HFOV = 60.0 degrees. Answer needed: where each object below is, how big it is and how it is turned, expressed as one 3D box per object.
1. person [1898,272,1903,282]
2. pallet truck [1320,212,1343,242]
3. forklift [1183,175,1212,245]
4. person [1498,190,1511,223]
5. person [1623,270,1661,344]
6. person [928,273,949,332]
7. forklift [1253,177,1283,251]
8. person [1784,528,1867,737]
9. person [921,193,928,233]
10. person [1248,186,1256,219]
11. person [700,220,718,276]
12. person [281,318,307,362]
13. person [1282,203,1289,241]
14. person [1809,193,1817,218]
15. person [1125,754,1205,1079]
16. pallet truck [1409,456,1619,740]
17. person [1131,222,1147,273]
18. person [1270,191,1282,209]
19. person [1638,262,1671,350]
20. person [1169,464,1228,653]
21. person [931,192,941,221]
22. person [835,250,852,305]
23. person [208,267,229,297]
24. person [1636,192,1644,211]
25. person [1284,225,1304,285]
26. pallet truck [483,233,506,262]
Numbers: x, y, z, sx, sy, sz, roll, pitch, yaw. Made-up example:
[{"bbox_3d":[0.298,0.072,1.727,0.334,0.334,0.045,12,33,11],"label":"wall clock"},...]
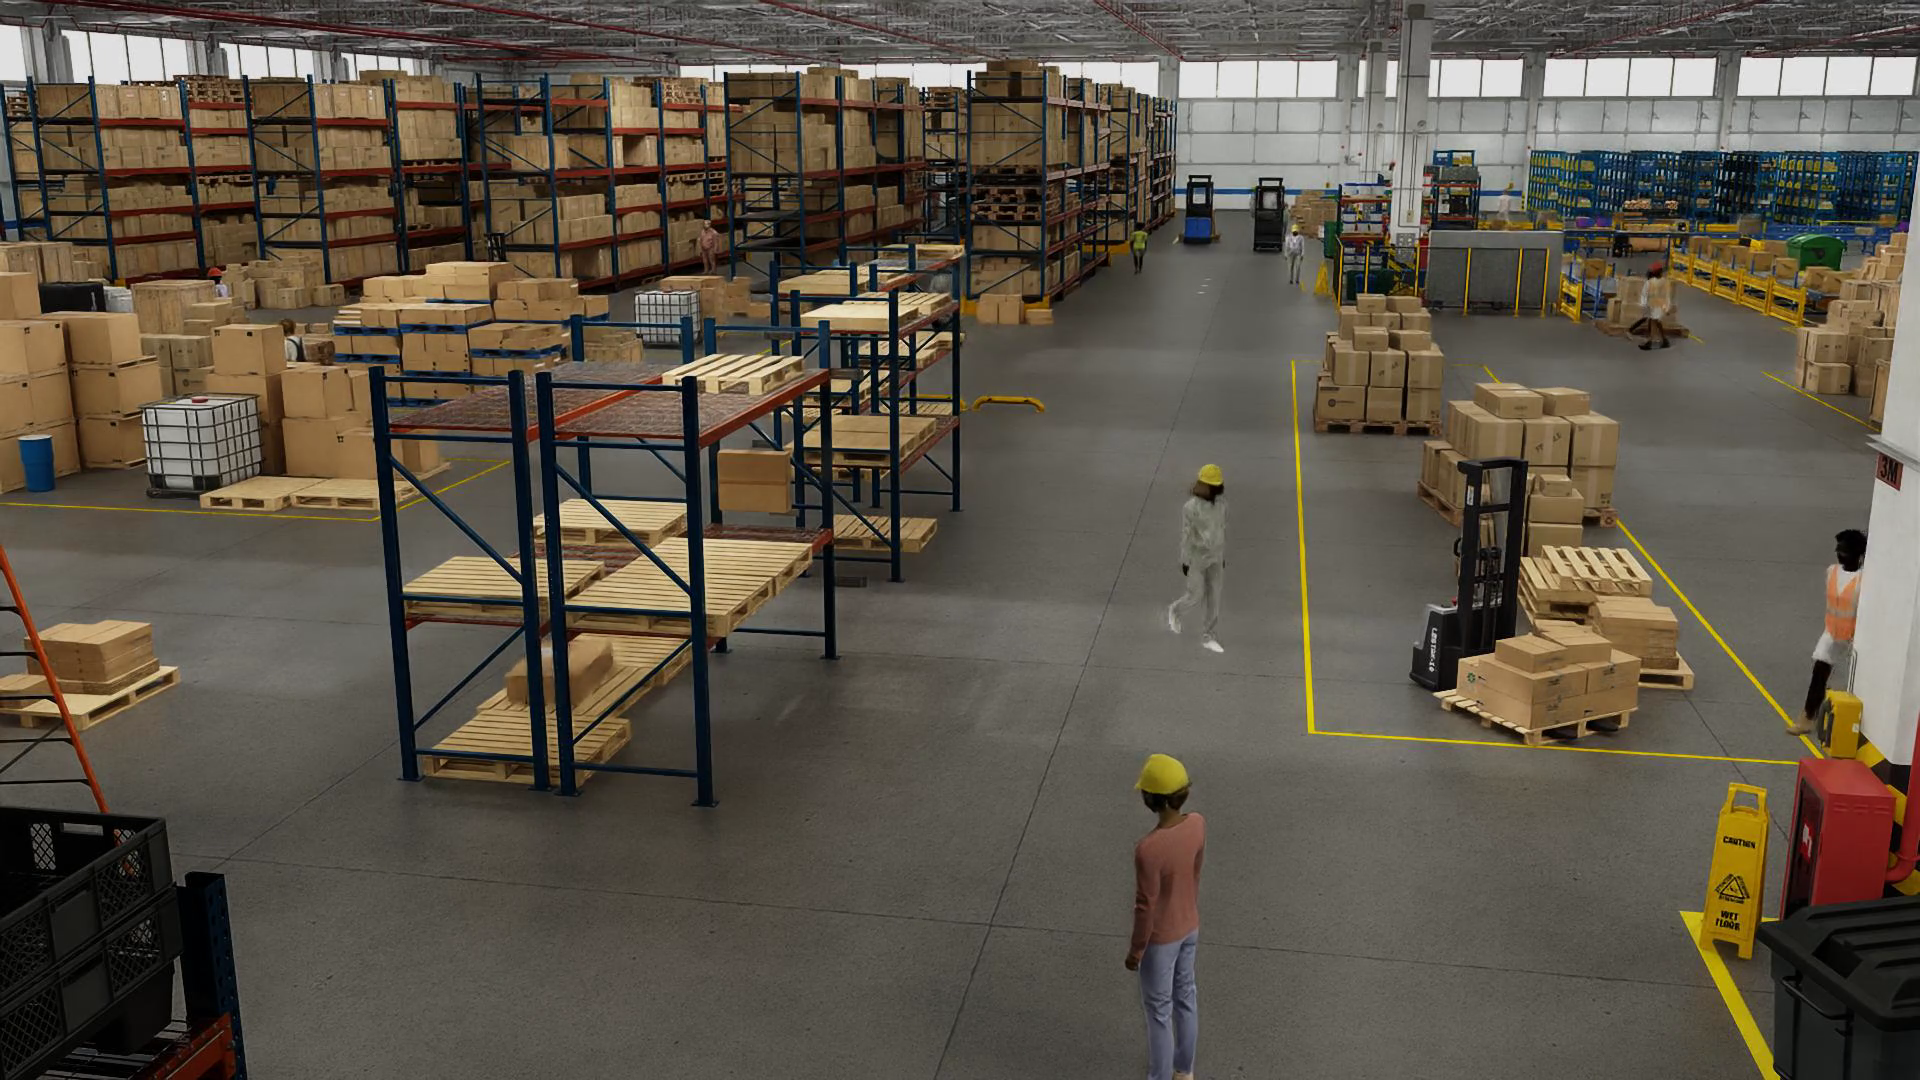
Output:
[{"bbox_3d":[20.419,-5.086,35.580,0.676,2.000,0.536,3,14,10],"label":"person"},{"bbox_3d":[15.874,-13.227,70.310,0.680,1.201,1.601,10,17,35],"label":"pallet truck"},{"bbox_3d":[9.854,-13.650,68.622,1.129,2.768,1.873,2,14,10],"label":"forklift"},{"bbox_3d":[25.904,-15.726,79.186,0.645,1.858,0.963,0,14,0],"label":"person"},{"bbox_3d":[15.122,-5.185,36.744,0.697,1.666,0.535,2,14,10],"label":"person"},{"bbox_3d":[-0.462,-5.094,35.795,0.539,1.951,0.644,-2,14,-9],"label":"person"},{"bbox_3d":[12.083,-12.747,64.956,1.129,2.768,1.873,3,14,10],"label":"forklift"},{"bbox_3d":[6.886,0.715,12.833,0.872,1.651,0.531,-5,15,-21],"label":"person"},{"bbox_3d":[-1.588,-14.969,75.935,0.556,1.935,0.494,1,14,6],"label":"person"},{"bbox_3d":[15.487,-17.816,87.910,0.421,1.727,0.499,12,18,39],"label":"person"},{"bbox_3d":[-7.798,-8.949,51.539,0.639,1.910,0.407,7,16,28],"label":"person"},{"bbox_3d":[-10.133,-2.462,25.330,0.343,1.844,0.511,4,14,16],"label":"person"},{"bbox_3d":[13.703,-13.452,70.401,0.517,1.623,0.321,-7,16,-28],"label":"person"},{"bbox_3d":[40.337,-15.574,78.680,1.001,1.790,0.599,4,14,16],"label":"person"},{"bbox_3d":[0.968,1.861,7.942,0.308,1.769,0.525,11,17,37],"label":"person"},{"bbox_3d":[4.504,0.400,13.395,0.823,1.965,1.885,-6,15,-23],"label":"pallet truck"},{"bbox_3d":[5.899,-9.614,54.708,0.538,1.673,0.651,1,14,5],"label":"person"},{"bbox_3d":[15.550,-16.407,81.797,0.605,1.926,0.698,-4,15,-18],"label":"person"},{"bbox_3d":[14.990,-5.020,35.709,0.984,1.875,0.542,-5,15,-21],"label":"person"},{"bbox_3d":[2.174,0.135,15.046,0.488,1.724,0.605,-8,16,-28],"label":"person"},{"bbox_3d":[-1.322,-17.590,86.741,0.730,1.872,0.530,-7,15,-25],"label":"person"},{"bbox_3d":[-2.984,-6.731,43.053,0.537,1.643,0.884,3,14,13],"label":"person"},{"bbox_3d":[-14.870,-4.496,33.398,0.357,1.937,0.551,0,14,2],"label":"person"},{"bbox_3d":[33.364,-16.434,81.750,0.382,1.995,0.612,11,17,37],"label":"person"},{"bbox_3d":[10.179,-8.684,50.675,0.591,1.799,0.807,3,14,12],"label":"person"},{"bbox_3d":[-11.832,-7.026,43.548,1.885,1.965,0.823,8,16,28],"label":"pallet truck"}]
